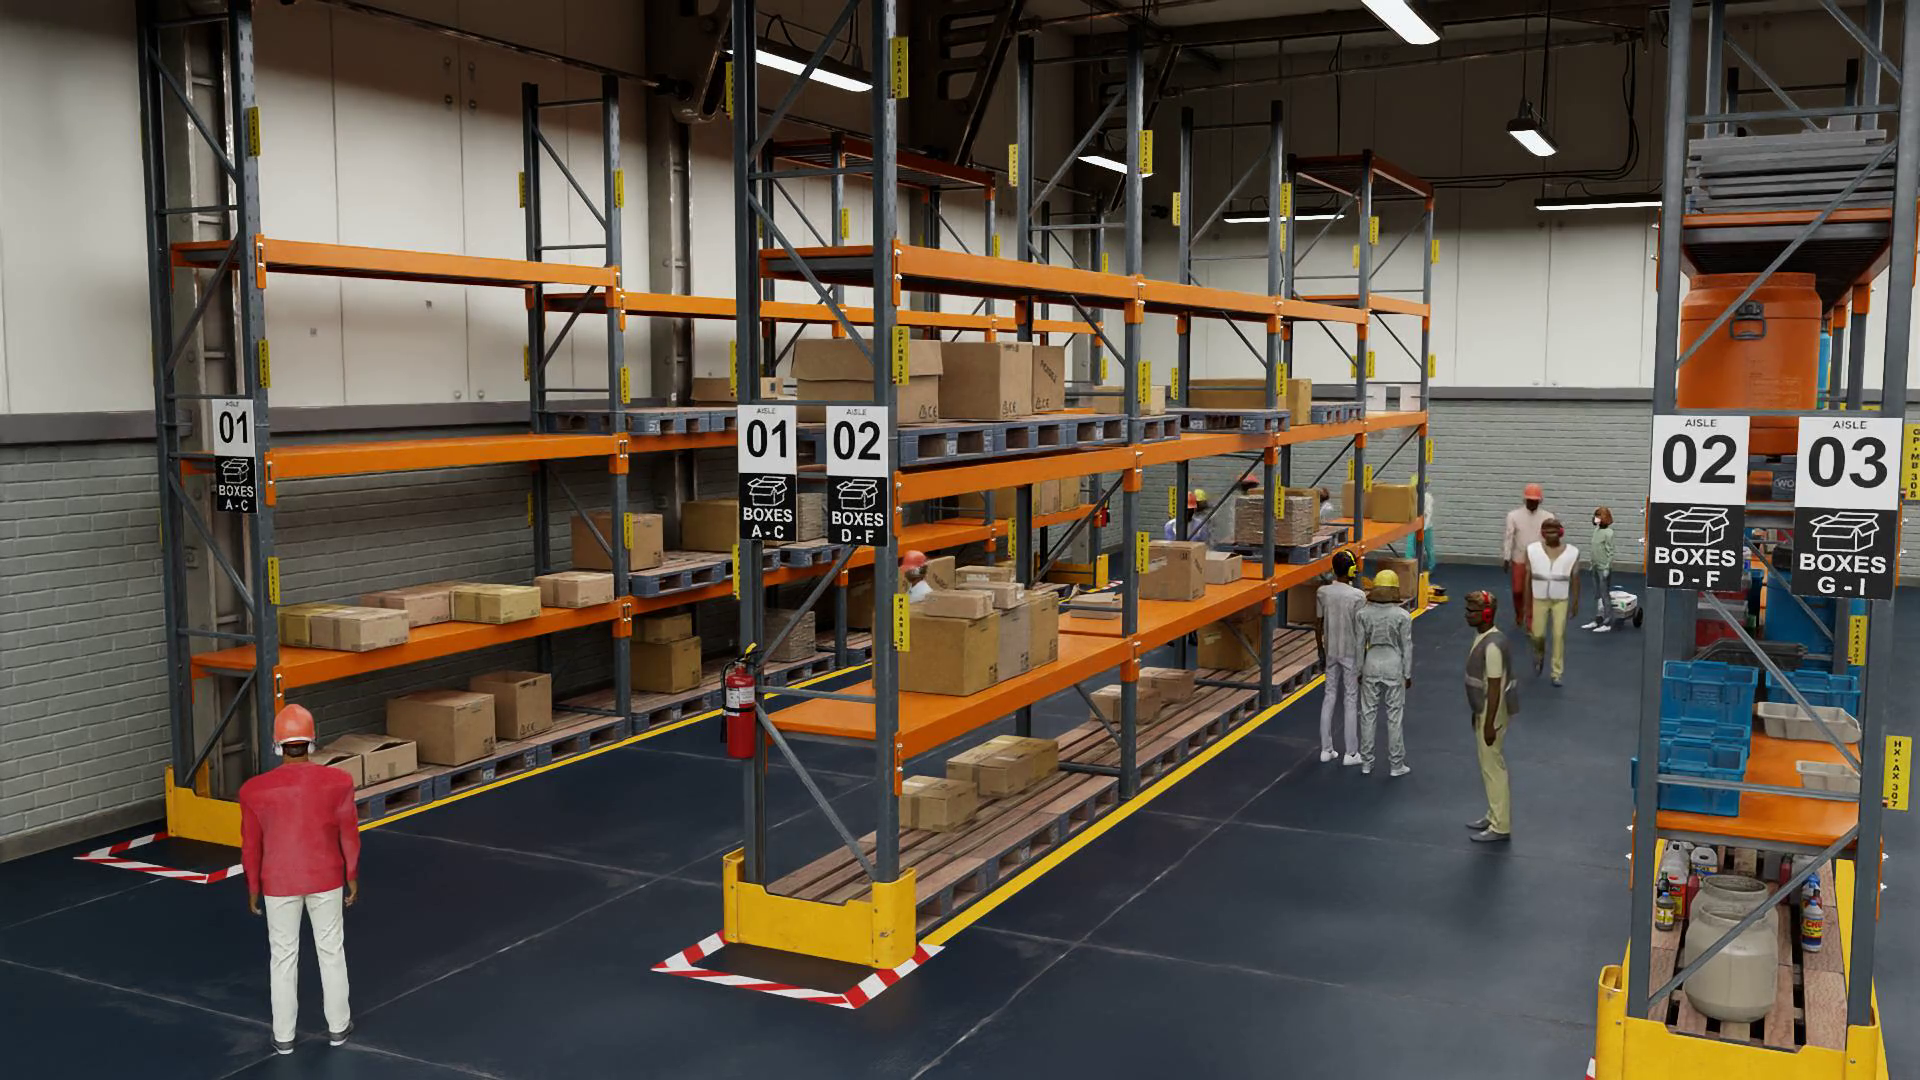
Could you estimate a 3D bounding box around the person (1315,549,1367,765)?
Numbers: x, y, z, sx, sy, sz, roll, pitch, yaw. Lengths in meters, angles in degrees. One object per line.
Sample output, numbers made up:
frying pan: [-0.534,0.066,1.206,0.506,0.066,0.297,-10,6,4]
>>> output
person: [3.330,1.015,14.442,0.512,1.872,0.328,5,8,42]

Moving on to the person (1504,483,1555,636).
person: [7.379,0.234,21.531,0.642,1.971,0.647,2,6,16]

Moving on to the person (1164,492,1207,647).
person: [2.789,0.366,20.501,0.542,1.928,0.400,-1,6,-12]

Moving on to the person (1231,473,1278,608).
person: [4.100,0.053,23.366,1.072,1.968,0.640,-3,7,-26]

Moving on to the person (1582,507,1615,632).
person: [8.361,0.382,21.719,0.277,1.636,0.503,0,6,-4]

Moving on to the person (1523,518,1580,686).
person: [6.420,0.663,18.055,0.581,1.826,0.449,2,6,19]

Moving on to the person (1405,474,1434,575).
person: [7.555,-0.236,27.365,0.511,1.713,0.933,6,8,44]

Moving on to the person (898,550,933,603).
person: [-0.382,0.973,15.522,0.370,1.733,0.588,-1,6,-8]

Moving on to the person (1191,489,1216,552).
person: [3.371,0.139,23.640,0.504,1.726,0.365,5,8,41]

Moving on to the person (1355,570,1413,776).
person: [3.591,1.119,14.077,0.484,1.735,0.311,3,7,29]

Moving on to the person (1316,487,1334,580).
person: [5.640,-0.031,25.854,0.432,1.616,0.540,-2,6,-17]

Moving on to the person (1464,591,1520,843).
person: [3.861,1.277,12.122,0.407,1.831,0.576,1,6,11]

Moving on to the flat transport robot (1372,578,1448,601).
flat transport robot: [6.700,0.733,24.873,0.652,0.197,1.431,-1,6,-7]

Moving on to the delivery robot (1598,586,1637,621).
delivery robot: [8.671,0.849,21.926,0.477,0.478,0.707,4,7,35]

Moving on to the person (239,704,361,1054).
person: [-3.310,1.694,8.378,0.560,1.756,0.318,-3,6,-23]
